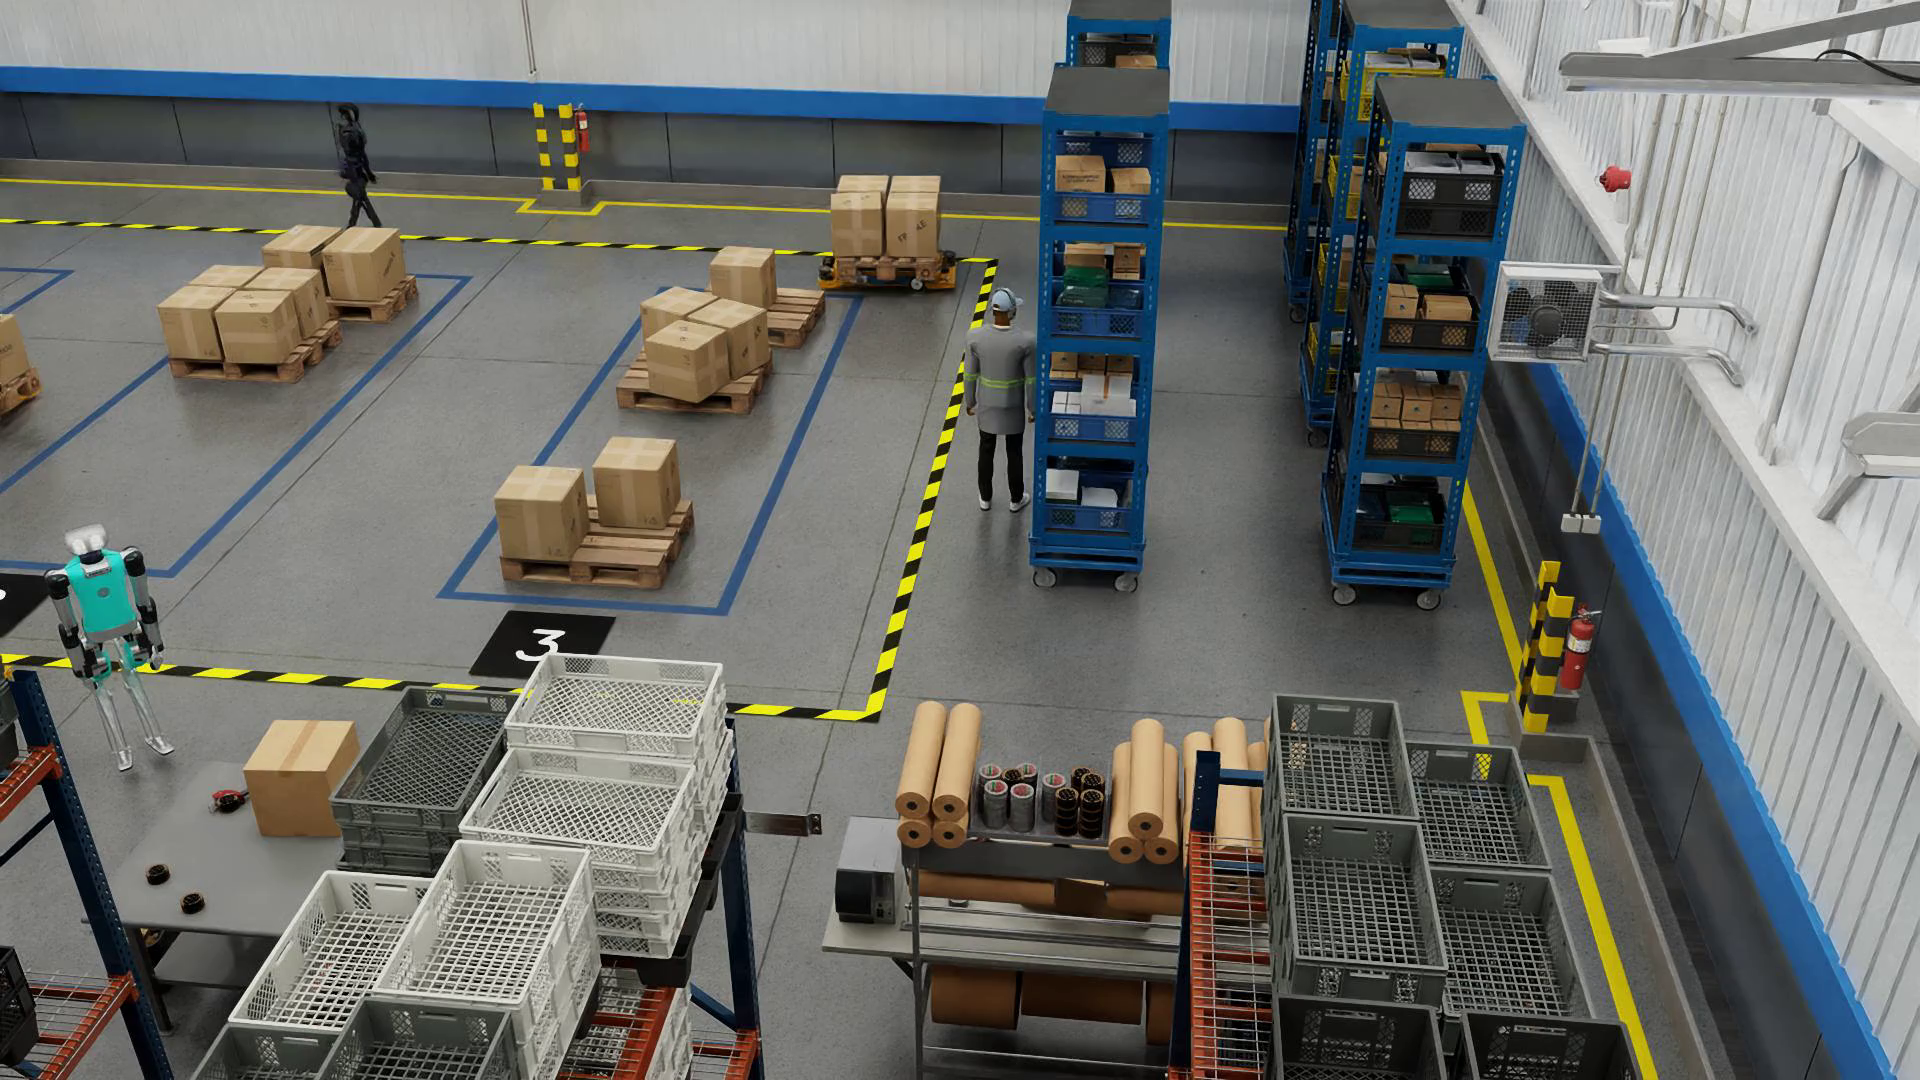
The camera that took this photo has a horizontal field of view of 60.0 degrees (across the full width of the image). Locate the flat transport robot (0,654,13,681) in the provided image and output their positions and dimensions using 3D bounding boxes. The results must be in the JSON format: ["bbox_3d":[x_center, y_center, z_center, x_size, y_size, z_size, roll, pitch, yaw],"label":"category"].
[{"bbox_3d":[-7.142,0.969,11.010,1.431,0.231,0.659,3,30,6],"label":"flat transport robot"}]

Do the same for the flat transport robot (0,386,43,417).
[{"bbox_3d":[-8.783,-1.125,14.577,0.652,0.197,1.431,3,30,6],"label":"flat transport robot"}]

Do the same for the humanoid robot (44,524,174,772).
[{"bbox_3d":[-5.162,0.583,10.079,0.533,1.677,0.735,-22,37,-32],"label":"humanoid robot"}]

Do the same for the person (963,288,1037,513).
[{"bbox_3d":[0.330,-1.089,12.972,0.595,1.849,0.389,6,31,9],"label":"person"}]

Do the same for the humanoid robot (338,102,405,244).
[{"bbox_3d":[-6.531,-3.963,18.116,0.763,1.628,0.584,-2,30,-3],"label":"humanoid robot"}]

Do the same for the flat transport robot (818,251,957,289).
[{"bbox_3d":[-0.760,-2.870,17.576,1.431,0.197,0.652,1,30,1],"label":"flat transport robot"}]
